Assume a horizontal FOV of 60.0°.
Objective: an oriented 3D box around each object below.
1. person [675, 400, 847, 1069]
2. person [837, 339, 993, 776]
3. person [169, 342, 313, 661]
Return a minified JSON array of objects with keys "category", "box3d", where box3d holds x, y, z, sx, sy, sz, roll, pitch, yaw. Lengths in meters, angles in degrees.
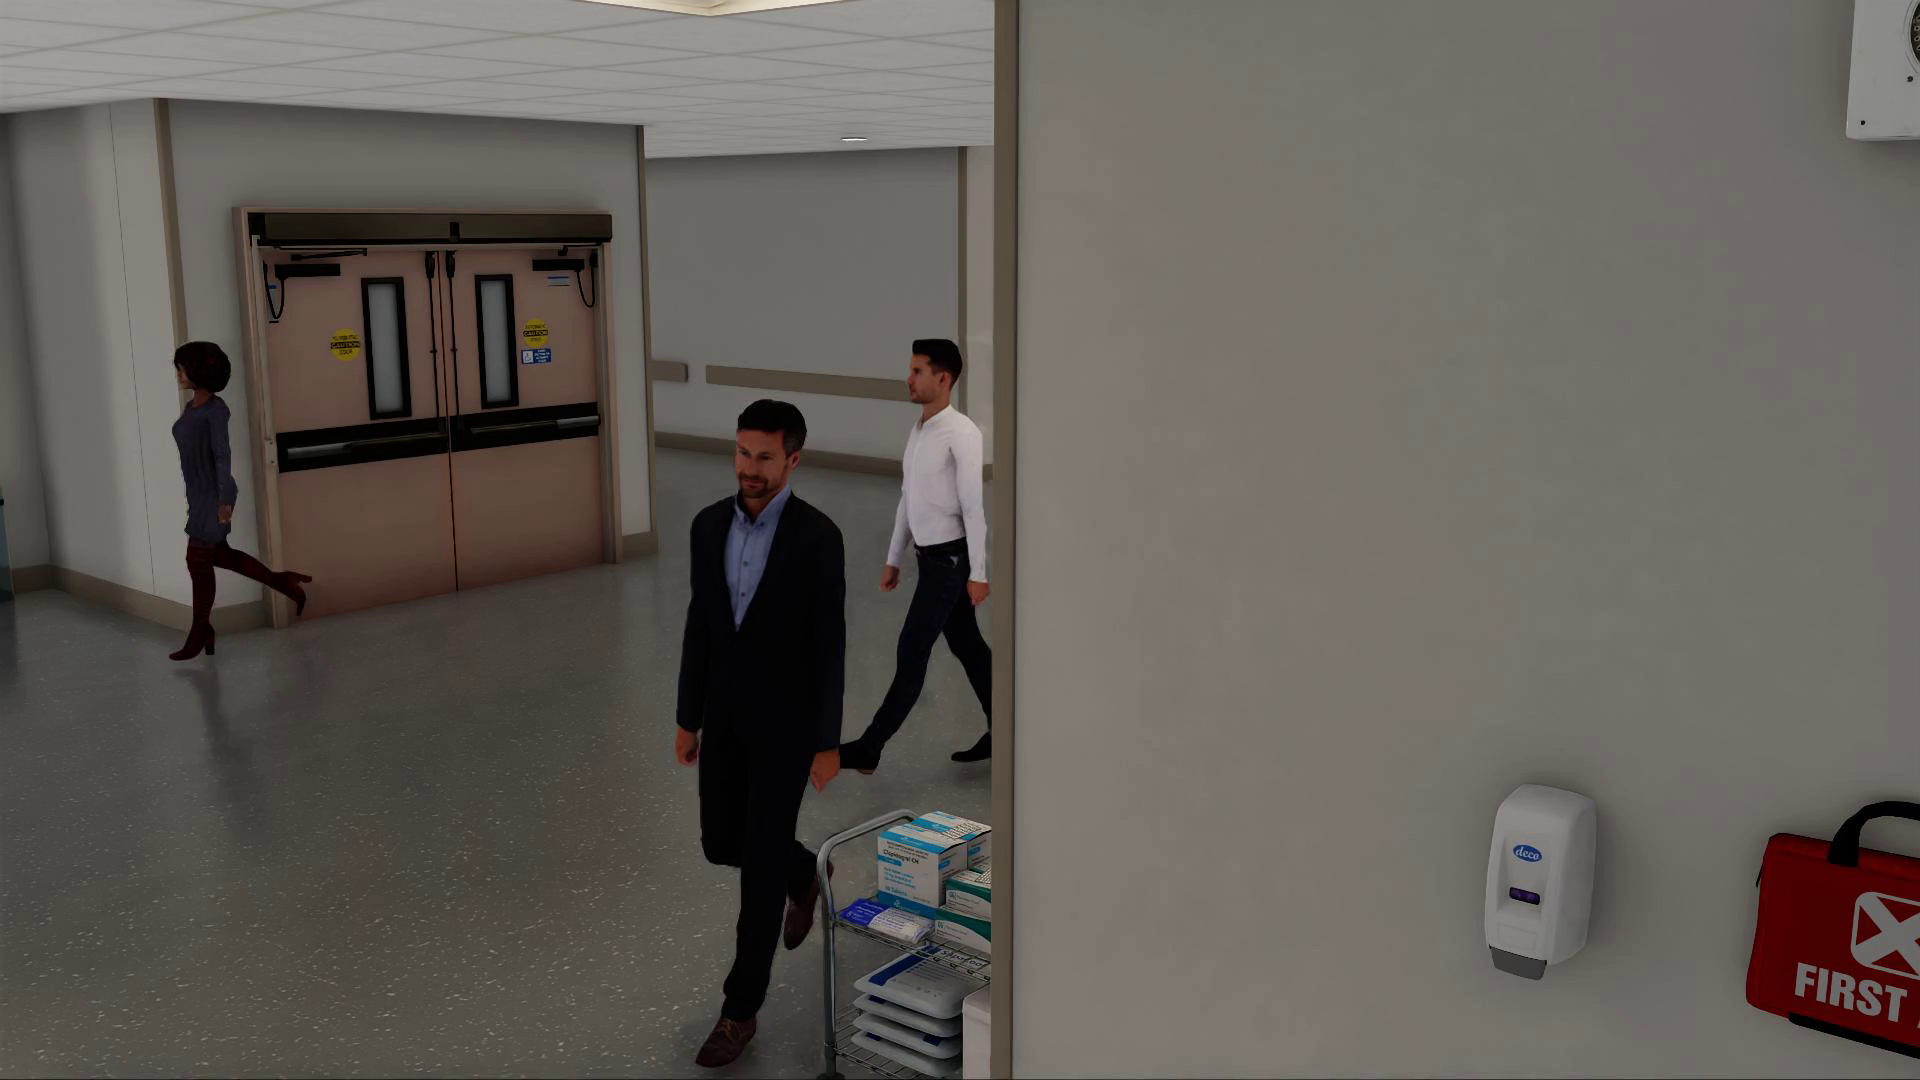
[{"category":"person","box3d":[-0.528,0.520,4.757,0.859,1.834,1.127,6,12,29]},{"category":"person","box3d":[0.022,0.101,6.999,1.288,1.820,0.998,-5,12,-24]},{"category":"person","box3d":[-3.965,-0.209,8.984,1.050,1.689,0.689,-10,14,-42]}]
